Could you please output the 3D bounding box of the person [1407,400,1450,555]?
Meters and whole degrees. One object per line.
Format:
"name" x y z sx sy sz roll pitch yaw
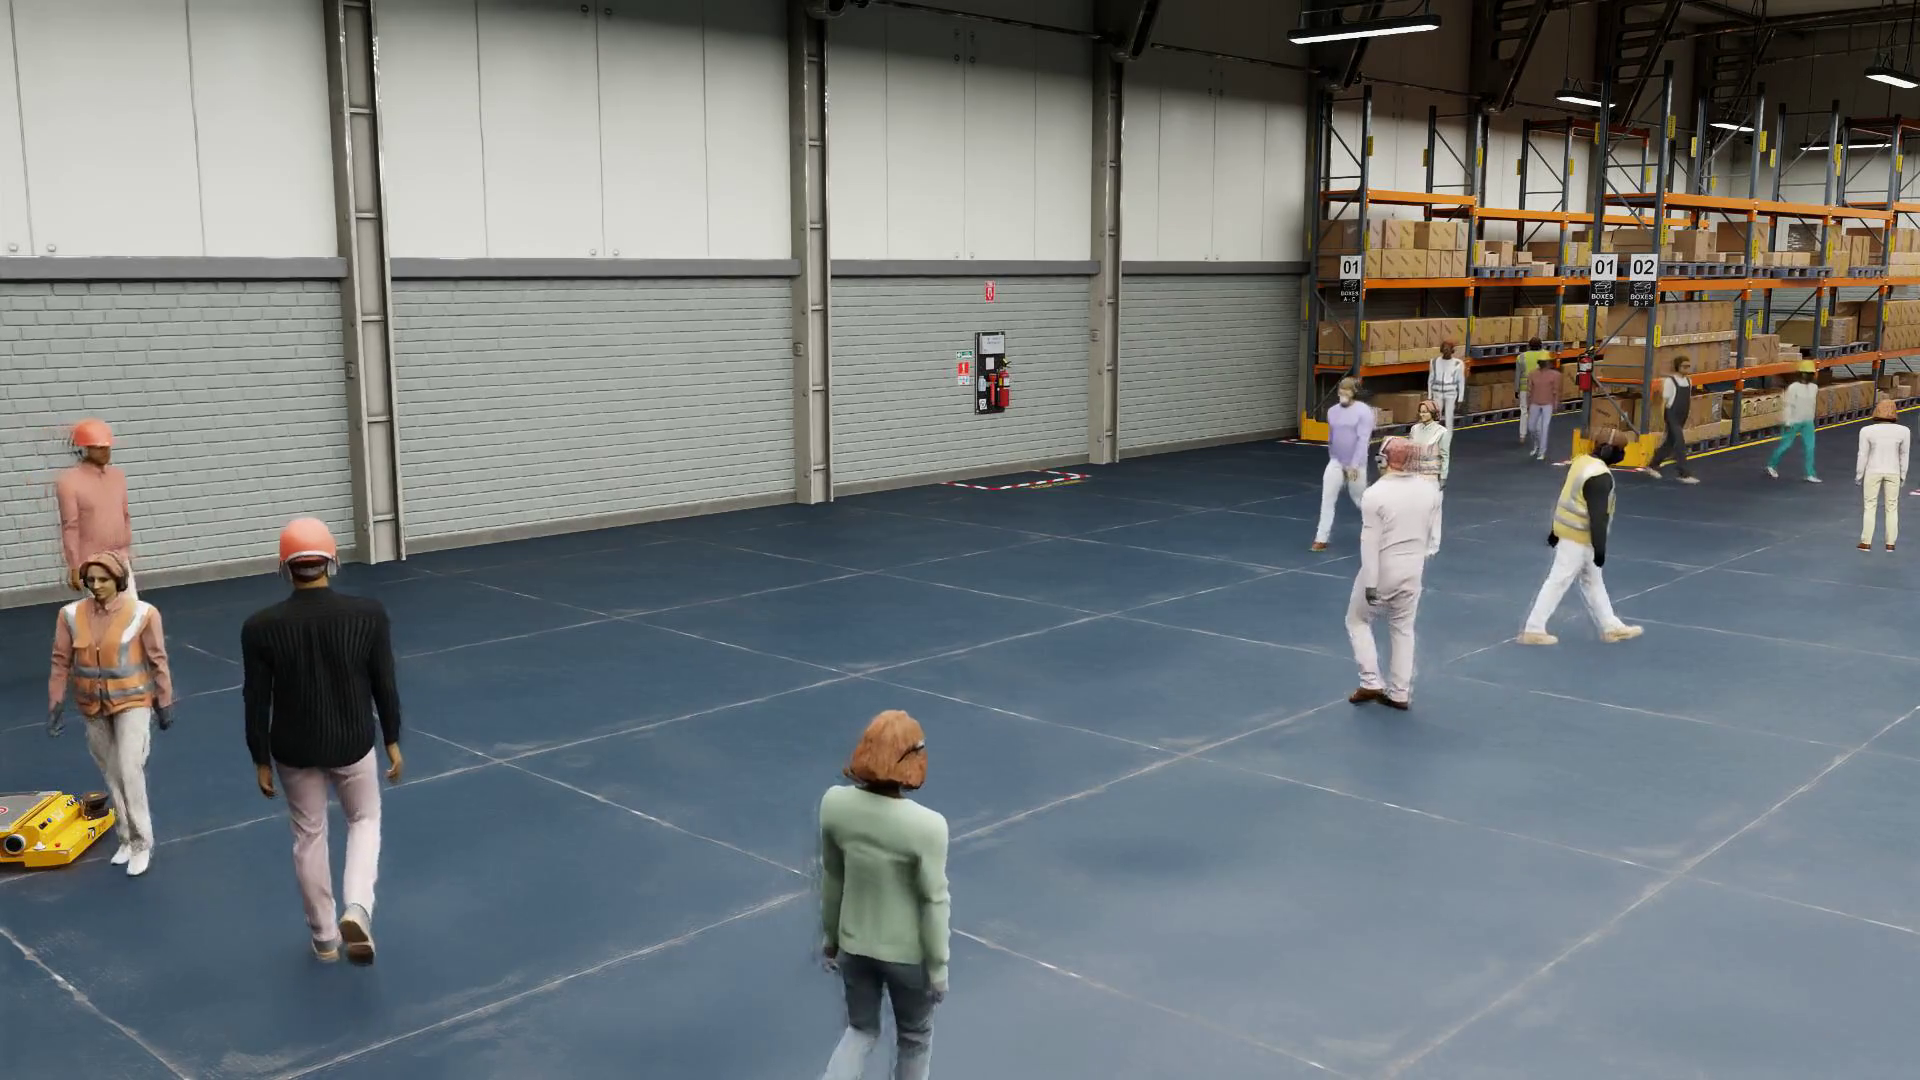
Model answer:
"person" 4.944 -0.663 17.609 0.314 1.642 0.514 -6 11 -34

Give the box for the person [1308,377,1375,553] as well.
"person" 4.191 -0.815 17.821 0.972 1.895 0.618 -8 12 -40

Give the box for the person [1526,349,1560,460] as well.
"person" 9.180 -2.131 26.226 0.524 1.755 0.394 6 11 33

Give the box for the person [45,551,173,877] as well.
"person" -4.268 0.872 8.309 0.527 1.619 0.586 0 9 1

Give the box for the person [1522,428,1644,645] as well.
"person" 5.003 -0.013 13.285 0.987 1.765 0.657 2 9 11

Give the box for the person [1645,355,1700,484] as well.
"person" 10.119 -1.721 23.575 0.522 1.808 0.945 -5 11 -29

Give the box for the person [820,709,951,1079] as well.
"person" -0.273 1.350 5.412 0.510 1.611 0.585 6 11 31

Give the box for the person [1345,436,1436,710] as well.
"person" 2.943 0.225 11.449 0.648 1.890 0.511 -4 10 -23

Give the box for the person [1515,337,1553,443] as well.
"person" 9.908 -2.590 28.749 0.621 1.845 0.429 3 10 20

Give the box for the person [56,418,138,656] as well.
"person" -6.167 0.117 11.827 0.596 1.982 0.614 3 10 15

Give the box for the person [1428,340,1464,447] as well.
"person" 7.811 -2.289 26.855 0.607 1.855 0.796 5 11 29

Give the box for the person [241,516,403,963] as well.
"person" -2.725 0.887 7.132 0.632 1.979 0.611 -3 10 -18

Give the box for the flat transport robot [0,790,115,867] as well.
"flat transport robot" -5.229 1.503 8.575 1.431 0.197 0.652 -1 9 -8

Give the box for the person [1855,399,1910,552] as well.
"person" 9.847 -0.687 17.773 0.498 1.634 0.278 3 10 16

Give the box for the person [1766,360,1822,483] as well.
"person" 11.936 -1.709 23.722 0.537 1.734 0.865 -3 10 -16
